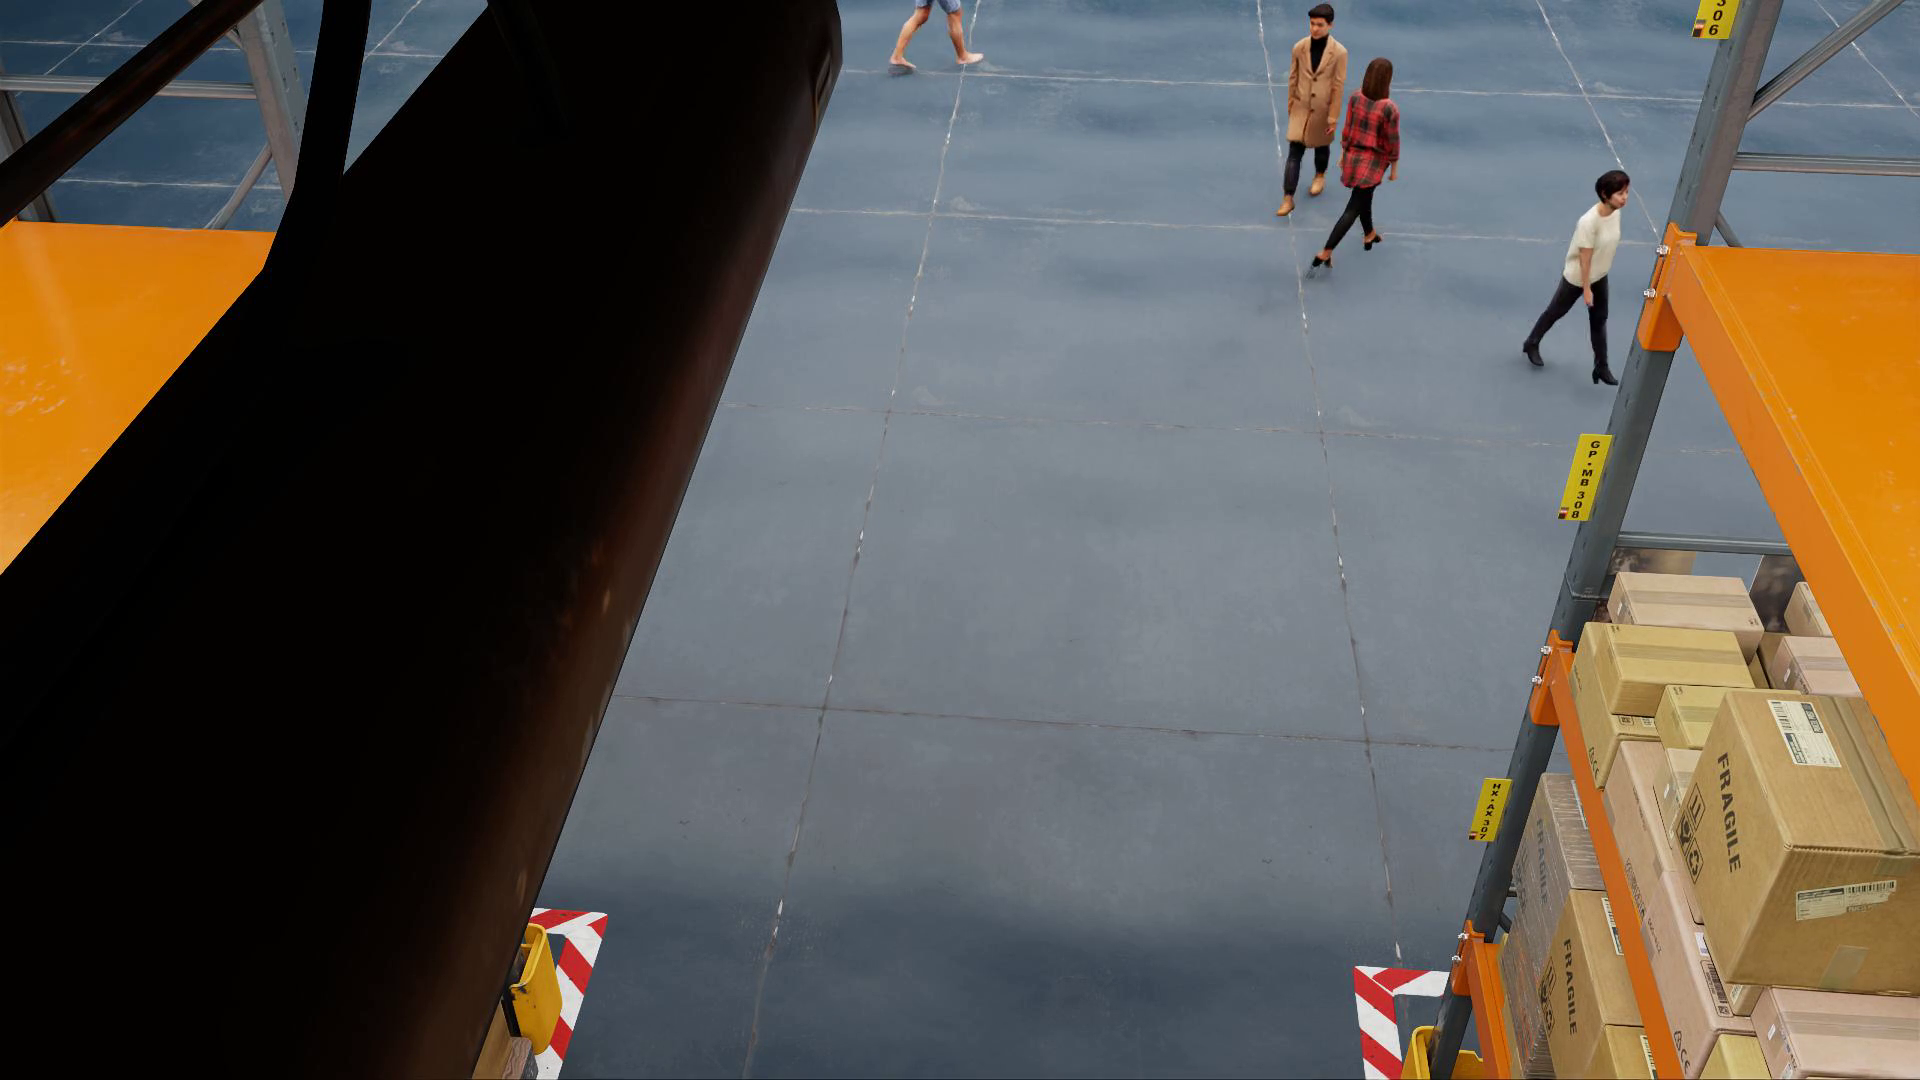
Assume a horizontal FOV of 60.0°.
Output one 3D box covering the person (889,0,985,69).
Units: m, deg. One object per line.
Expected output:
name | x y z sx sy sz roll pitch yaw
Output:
person | -0.333 -5.327 15.843 1.072 1.803 1.208 -15 40 -18

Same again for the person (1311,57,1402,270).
person | 3.057 -2.840 12.779 1.157 1.662 1.106 -27 45 -30

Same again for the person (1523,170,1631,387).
person | 4.287 -1.843 11.600 0.984 1.544 1.081 -23 44 -27

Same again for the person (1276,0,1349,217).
person | 2.959 -3.576 13.695 0.887 1.691 1.194 16 41 19
